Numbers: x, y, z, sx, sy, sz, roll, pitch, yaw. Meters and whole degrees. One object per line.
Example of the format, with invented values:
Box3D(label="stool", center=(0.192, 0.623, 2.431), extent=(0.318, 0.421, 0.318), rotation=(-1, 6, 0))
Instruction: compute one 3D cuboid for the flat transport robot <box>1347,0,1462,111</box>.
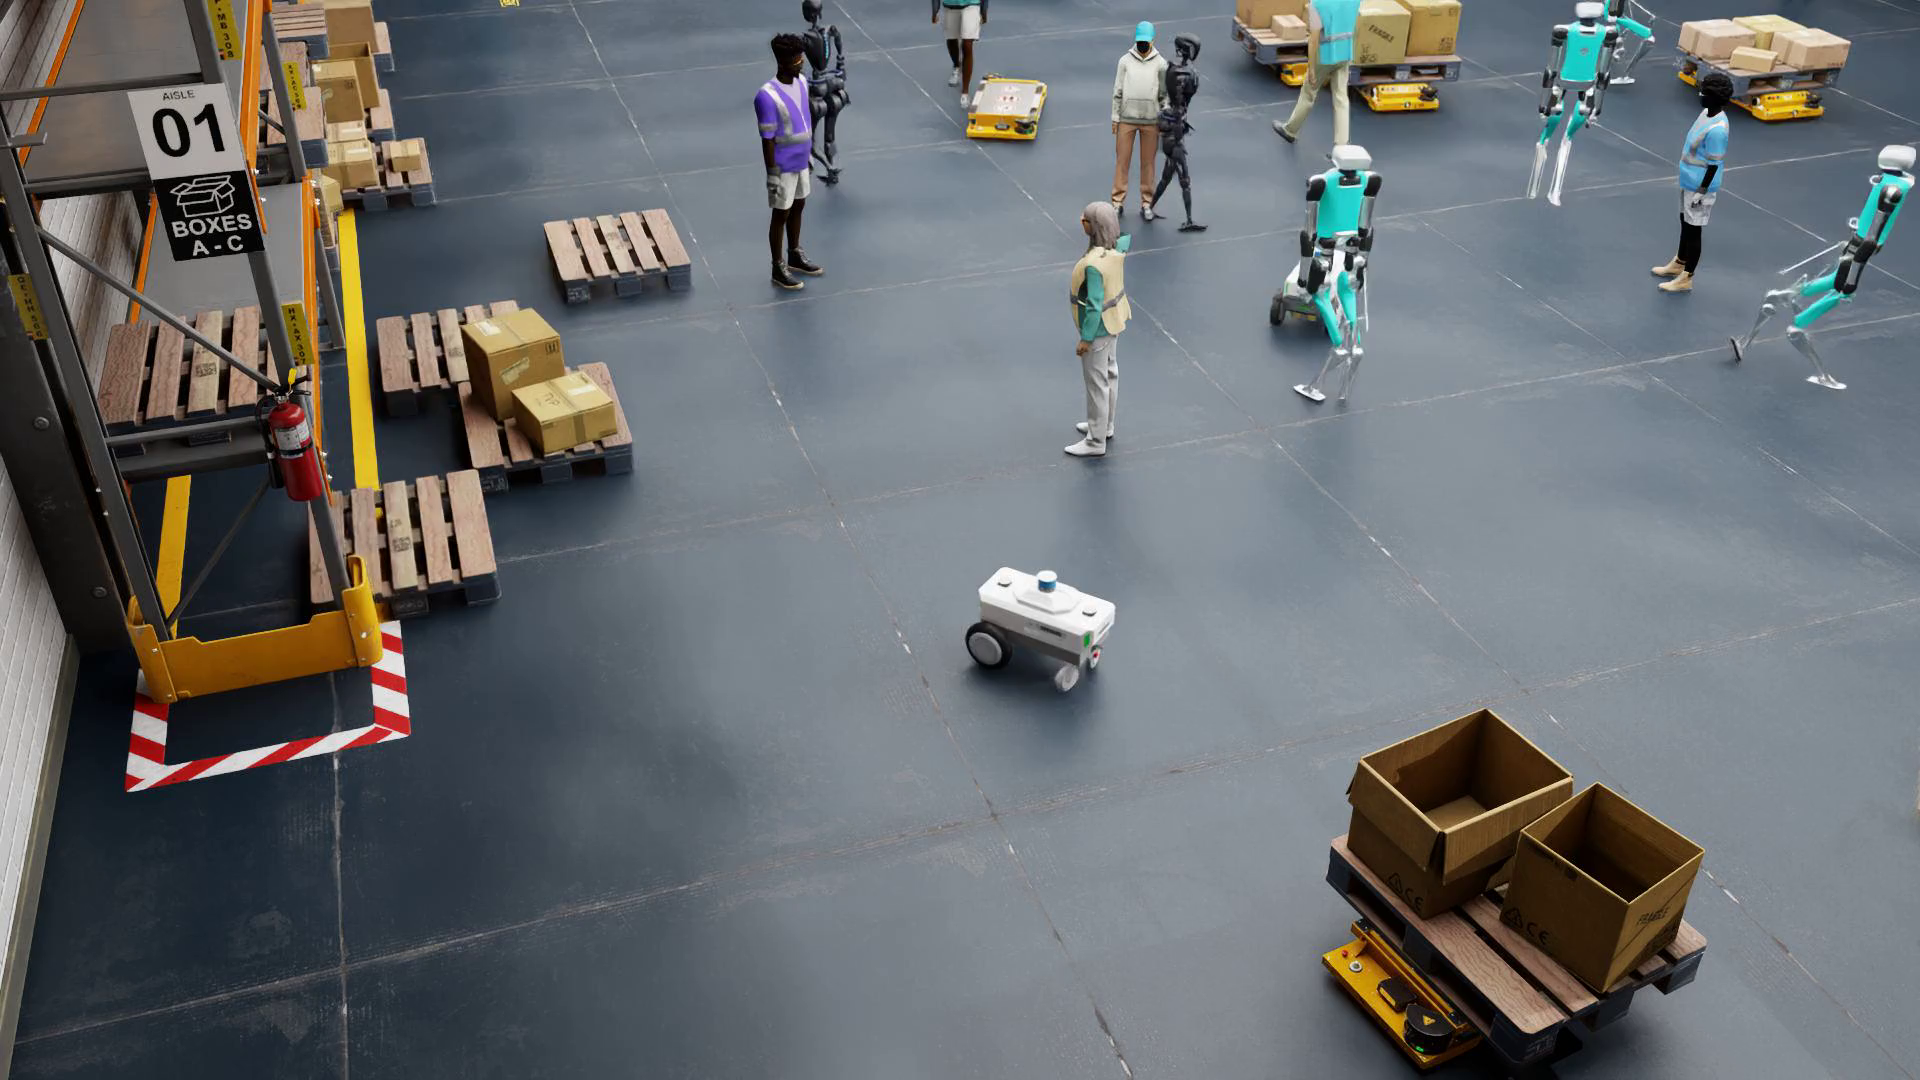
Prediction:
Box3D(label="flat transport robot", center=(4.362, -4.739, 17.127), extent=(0.659, 0.231, 1.431), rotation=(-4, 33, -6))

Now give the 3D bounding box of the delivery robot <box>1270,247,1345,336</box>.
Box3D(label="delivery robot", center=(2.674, -1.901, 12.517), extent=(0.499, 0.599, 0.784), rotation=(15, 36, 21))

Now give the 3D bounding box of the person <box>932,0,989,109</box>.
Box3D(label="person", center=(0.005, -5.371, 16.618), extent=(0.572, 1.905, 0.910), rotation=(6, 34, 9))

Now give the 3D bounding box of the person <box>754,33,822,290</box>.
Box3D(label="person", center=(-1.309, -2.915, 12.778), extent=(0.365, 1.961, 0.611), rotation=(15, 36, 22))

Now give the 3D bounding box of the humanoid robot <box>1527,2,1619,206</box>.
Box3D(label="humanoid robot", center=(5.208, -3.745, 14.280), extent=(0.532, 1.828, 0.670), rotation=(5, 33, 8))

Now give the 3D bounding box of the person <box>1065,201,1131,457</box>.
Box3D(label="person", center=(0.891, -1.332, 10.582), extent=(0.370, 1.709, 0.464), rotation=(11, 35, 17))

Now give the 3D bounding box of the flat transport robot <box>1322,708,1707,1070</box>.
Box3D(label="flat transport robot", center=(2.340, 1.740, 7.190), extent=(1.431, 0.231, 0.659), rotation=(-16, 36, -23))

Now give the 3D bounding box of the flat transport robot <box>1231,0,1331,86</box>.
Box3D(label="flat transport robot", center=(3.608, -5.153, 17.762), extent=(0.659, 0.231, 1.431), rotation=(-6, 34, -8))

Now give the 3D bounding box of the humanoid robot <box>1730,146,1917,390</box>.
Box3D(label="humanoid robot", center=(5.831, -1.894, 11.434), extent=(0.948, 1.776, 0.543), rotation=(16, 36, 23))

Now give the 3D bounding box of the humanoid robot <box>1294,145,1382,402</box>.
Box3D(label="humanoid robot", center=(2.585, -1.676, 11.111), extent=(0.563, 1.811, 0.717), rotation=(-11, 35, -16))

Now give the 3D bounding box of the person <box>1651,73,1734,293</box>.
Box3D(label="person", center=(5.641, -2.729, 12.732), extent=(0.319, 1.698, 0.537), rotation=(6, 34, 10))

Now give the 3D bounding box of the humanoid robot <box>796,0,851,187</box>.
Box3D(label="humanoid robot", center=(-1.161, -3.905, 14.556), extent=(0.609, 1.640, 0.438), rotation=(-28, 42, -36))

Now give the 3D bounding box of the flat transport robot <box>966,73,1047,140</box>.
Box3D(label="flat transport robot", center=(0.472, -4.276, 16.417), extent=(0.659, 0.231, 1.431), rotation=(4, 33, 6))

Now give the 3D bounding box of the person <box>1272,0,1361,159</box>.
Box3D(label="person", center=(3.338, -4.415, 15.237), extent=(0.584, 1.788, 0.972), rotation=(-14, 36, -20))

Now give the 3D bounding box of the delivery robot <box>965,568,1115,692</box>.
Box3D(label="delivery robot", center=(0.428, 0.435, 8.941), extent=(0.779, 0.608, 0.507), rotation=(19, 37, 26))

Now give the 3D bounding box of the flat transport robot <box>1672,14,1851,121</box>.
Box3D(label="flat transport robot", center=(8.026, -4.595, 16.906), extent=(0.659, 0.231, 1.431), rotation=(-8, 34, -13))

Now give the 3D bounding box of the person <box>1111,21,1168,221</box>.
Box3D(label="person", center=(1.498, -3.508, 13.951), extent=(0.461, 1.675, 0.374), rotation=(3, 33, 5))

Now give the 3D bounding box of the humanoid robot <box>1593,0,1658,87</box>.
Box3D(label="humanoid robot", center=(6.761, -5.373, 16.772), extent=(0.871, 1.781, 0.533), rotation=(5, 33, 8))

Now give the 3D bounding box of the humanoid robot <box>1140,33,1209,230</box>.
Box3D(label="humanoid robot", center=(1.832, -3.417, 13.837), extent=(0.597, 1.640, 0.608), rotation=(6, 34, 9))
